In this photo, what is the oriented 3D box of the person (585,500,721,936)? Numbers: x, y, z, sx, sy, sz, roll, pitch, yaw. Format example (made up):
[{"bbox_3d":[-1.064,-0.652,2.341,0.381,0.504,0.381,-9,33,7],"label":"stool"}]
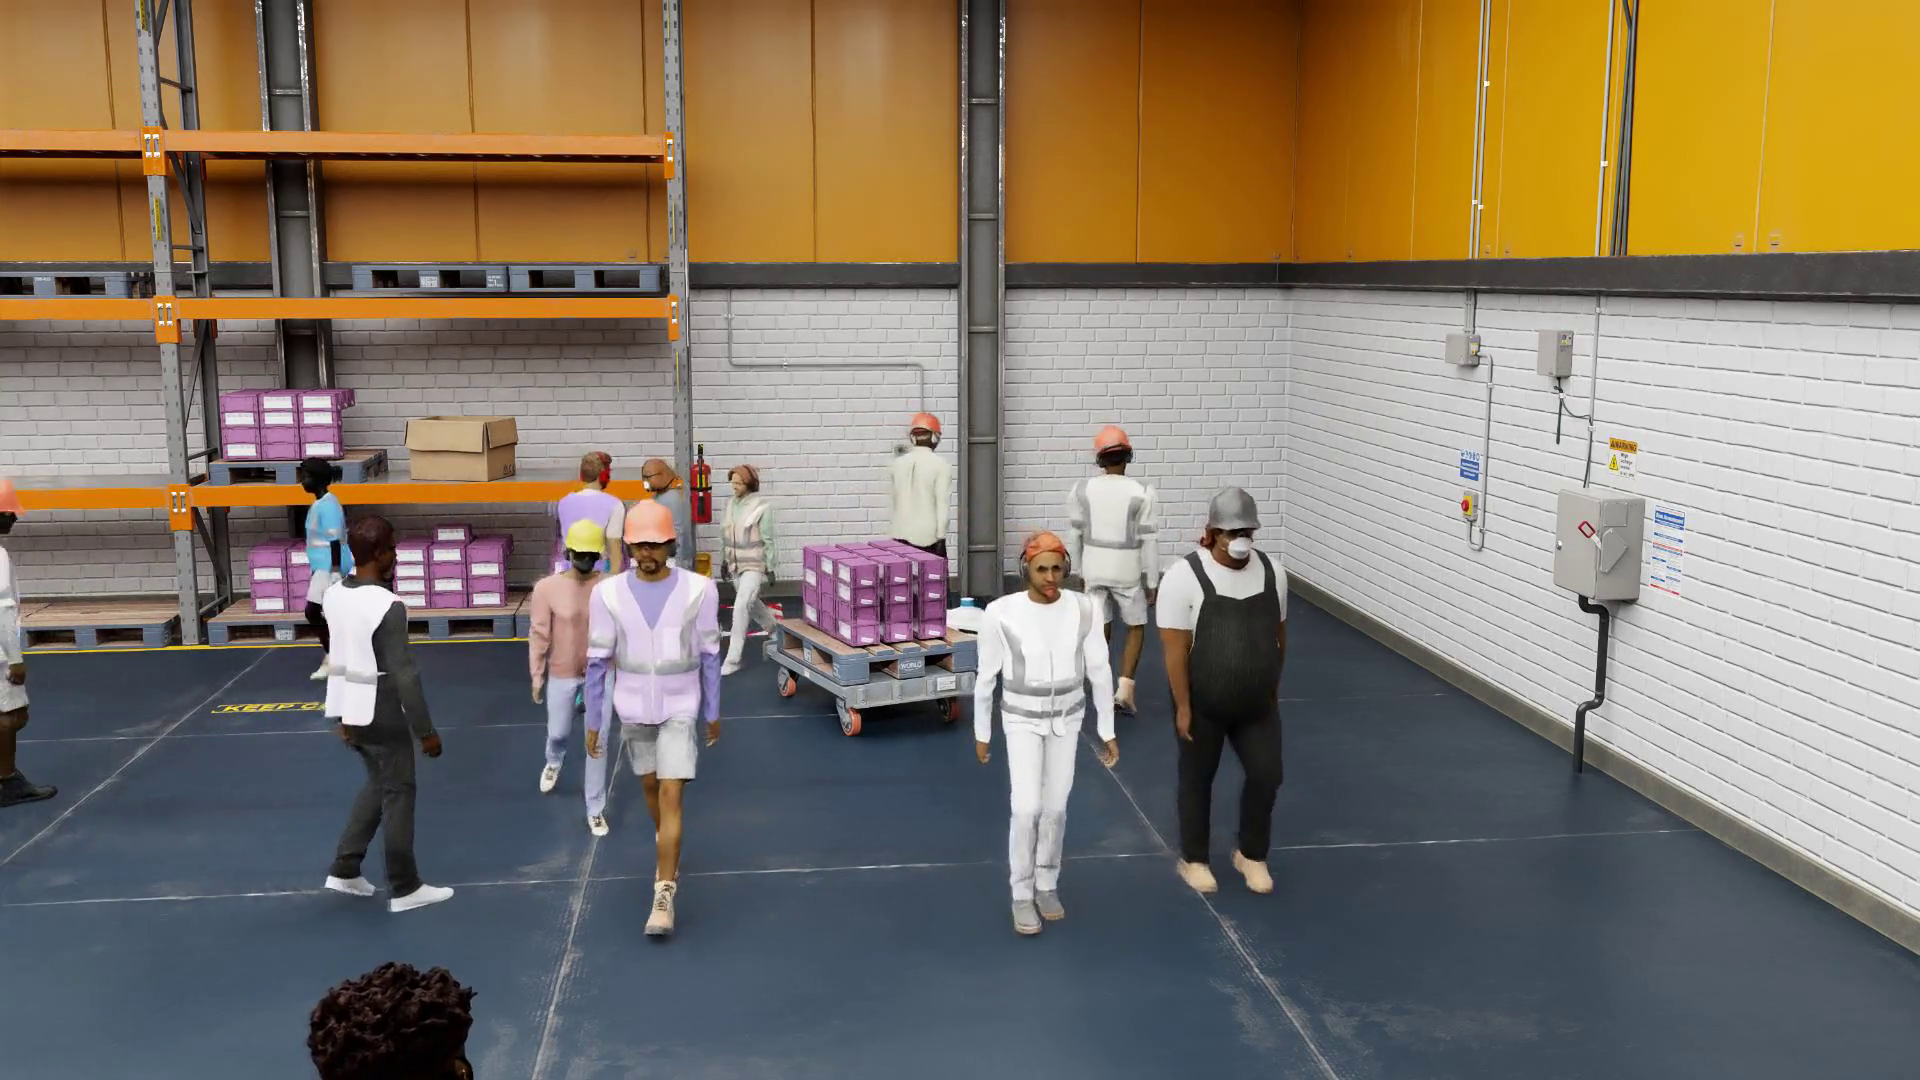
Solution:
[{"bbox_3d":[-1.449,0.788,7.901,0.624,1.989,1.075,0,9,-2],"label":"person"}]

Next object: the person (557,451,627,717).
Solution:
[{"bbox_3d":[-2.477,0.284,11.577,0.584,1.797,0.965,5,10,26],"label":"person"}]

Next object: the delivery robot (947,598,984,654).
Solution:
[{"bbox_3d":[0.054,0.683,12.687,0.707,0.478,0.477,6,11,35],"label":"delivery robot"}]

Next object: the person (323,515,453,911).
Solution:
[{"bbox_3d":[-2.710,0.829,7.843,0.615,1.911,0.494,9,13,44],"label":"person"}]

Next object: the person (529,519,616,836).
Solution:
[{"bbox_3d":[-2.128,0.706,9.256,0.542,1.729,0.863,-3,10,-18],"label":"person"}]

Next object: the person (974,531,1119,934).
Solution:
[{"bbox_3d":[0.399,0.885,7.661,0.611,1.862,0.623,-2,9,-15],"label":"person"}]

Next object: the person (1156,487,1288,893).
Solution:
[{"bbox_3d":[1.294,0.730,8.068,0.697,2.000,0.595,-2,9,-13],"label":"person"}]

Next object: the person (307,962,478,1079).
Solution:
[{"bbox_3d":[-0.937,1.640,2.712,0.397,1.944,0.619,-5,10,-28],"label":"person"}]

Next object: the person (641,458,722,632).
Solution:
[{"bbox_3d":[-2.202,0.154,12.982,0.522,1.607,0.533,-6,11,-31],"label":"person"}]

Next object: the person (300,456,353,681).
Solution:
[{"bbox_3d":[-4.744,0.217,12.376,0.517,1.676,0.551,-5,10,-29],"label":"person"}]

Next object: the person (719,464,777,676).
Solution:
[{"bbox_3d":[-1.590,0.197,12.773,0.520,1.603,0.827,7,12,39],"label":"person"}]

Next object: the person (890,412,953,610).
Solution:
[{"bbox_3d":[-0.281,-0.044,13.236,0.633,1.921,0.990,5,10,29],"label":"person"}]

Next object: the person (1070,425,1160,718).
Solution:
[{"bbox_3d":[1.048,0.230,11.257,0.625,2.024,0.522,3,10,19],"label":"person"}]

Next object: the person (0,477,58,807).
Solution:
[{"bbox_3d":[-5.458,0.607,9.235,0.551,1.913,0.655,9,13,44],"label":"person"}]
